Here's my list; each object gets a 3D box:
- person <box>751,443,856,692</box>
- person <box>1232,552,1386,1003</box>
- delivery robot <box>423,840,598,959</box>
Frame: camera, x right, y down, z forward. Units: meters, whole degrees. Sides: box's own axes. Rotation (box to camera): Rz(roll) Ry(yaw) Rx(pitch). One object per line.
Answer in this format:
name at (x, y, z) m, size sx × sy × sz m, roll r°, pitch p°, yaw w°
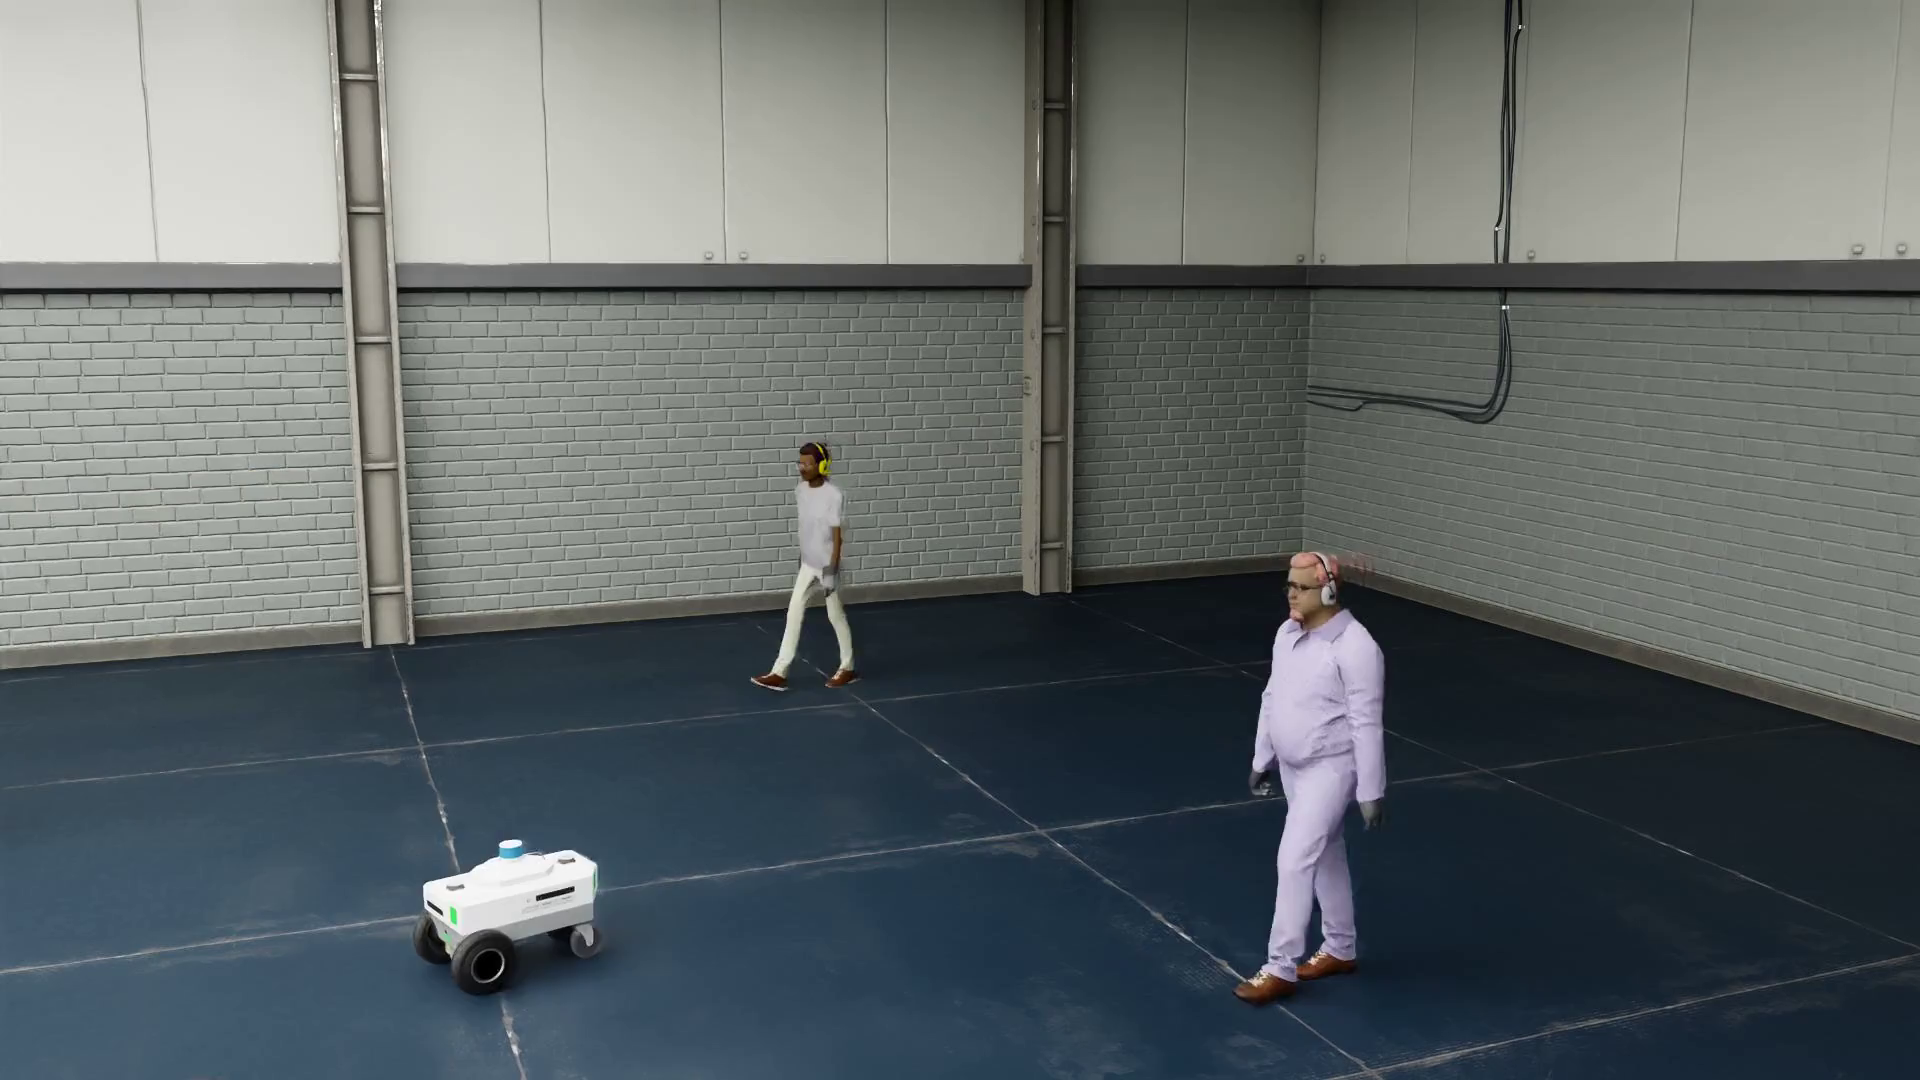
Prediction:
person at (-1.103, 0.212, 12.053) m, size 0.564 × 1.827 × 0.940 m, roll 8°, pitch 12°, yaw 41°
person at (1.389, 0.987, 7.000) m, size 0.817 × 1.878 × 0.679 m, roll -3°, pitch 10°, yaw -18°
delivery robot at (-1.957, 1.559, 7.286) m, size 0.707 × 0.478 × 0.477 m, roll -7°, pitch 12°, yaw -39°
